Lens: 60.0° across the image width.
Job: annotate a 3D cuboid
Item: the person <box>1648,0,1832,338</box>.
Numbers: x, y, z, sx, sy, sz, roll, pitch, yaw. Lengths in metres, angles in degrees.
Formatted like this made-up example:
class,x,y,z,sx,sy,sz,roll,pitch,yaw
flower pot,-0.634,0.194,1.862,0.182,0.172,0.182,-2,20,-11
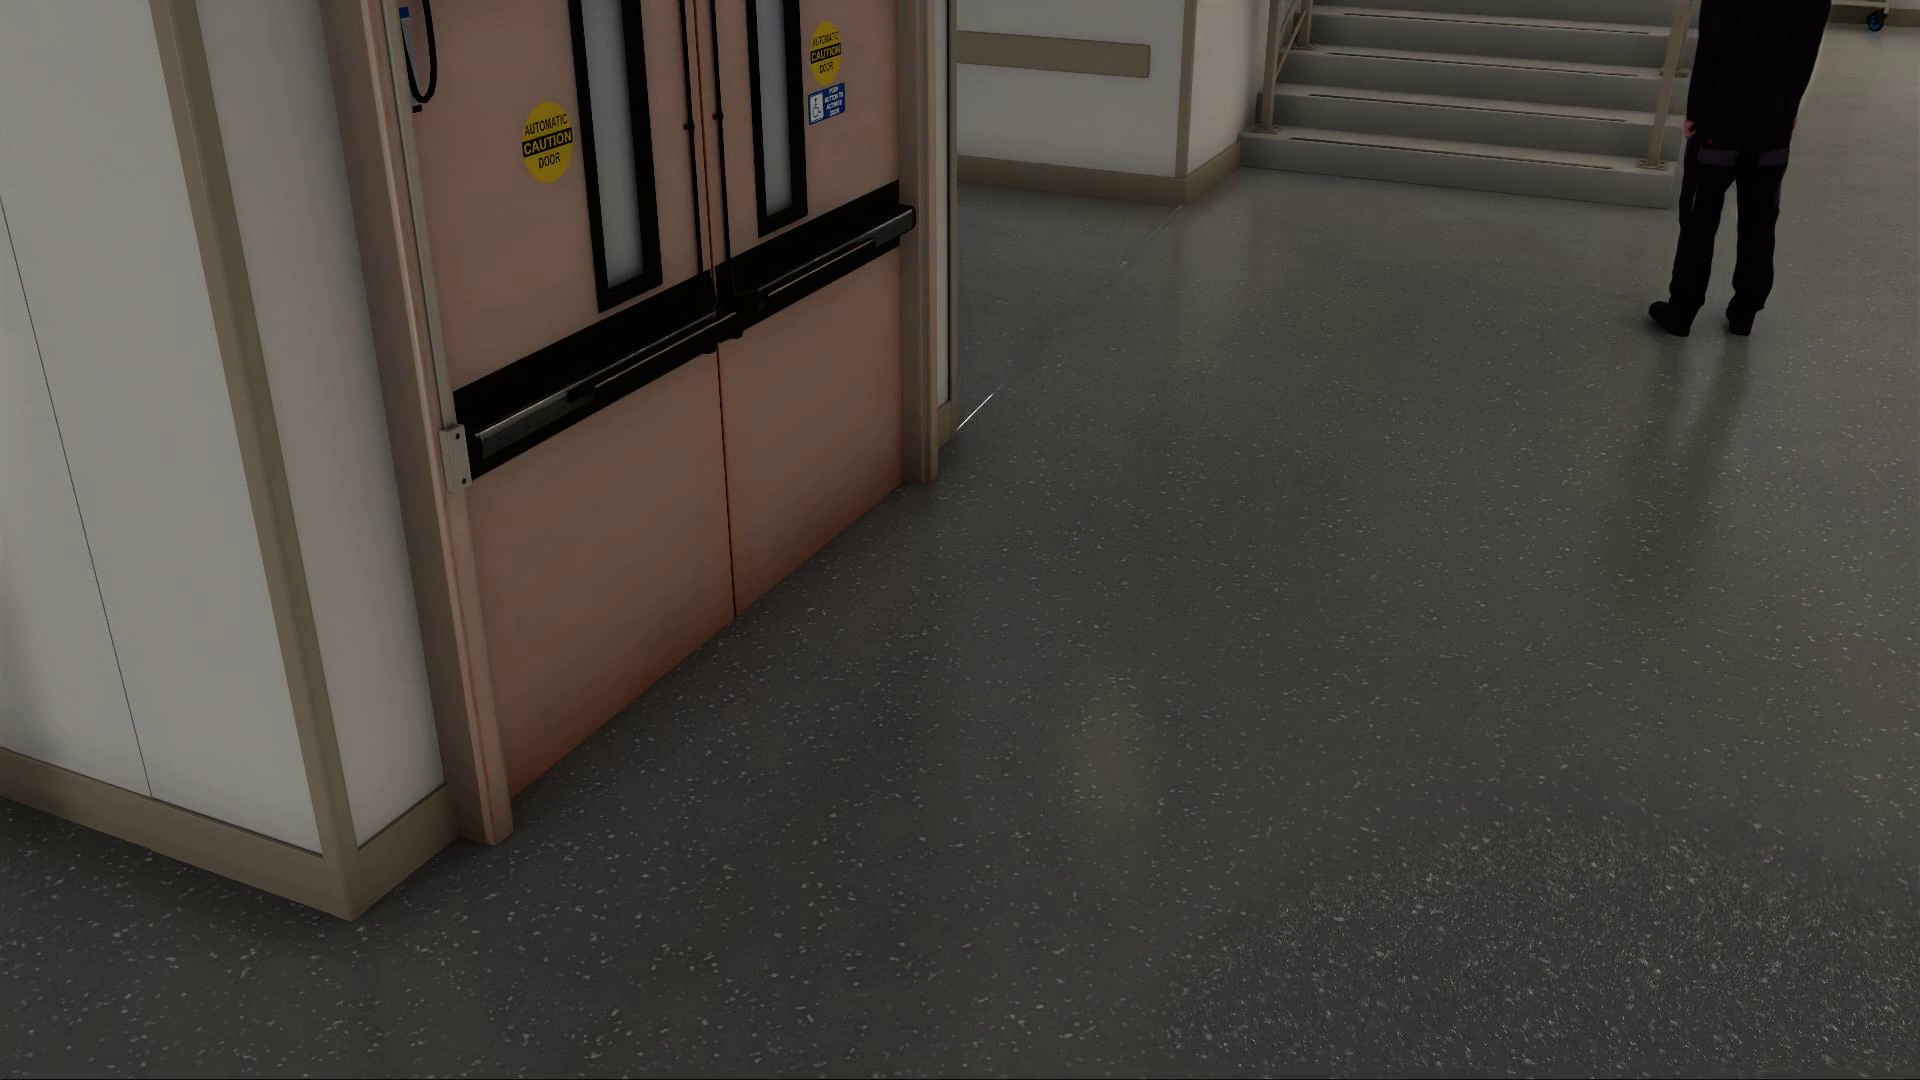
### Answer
class,x,y,z,sx,sy,sz,roll,pitch,yaw
person,3.458,-1.851,7.343,0.765,1.911,0.717,2,26,5
